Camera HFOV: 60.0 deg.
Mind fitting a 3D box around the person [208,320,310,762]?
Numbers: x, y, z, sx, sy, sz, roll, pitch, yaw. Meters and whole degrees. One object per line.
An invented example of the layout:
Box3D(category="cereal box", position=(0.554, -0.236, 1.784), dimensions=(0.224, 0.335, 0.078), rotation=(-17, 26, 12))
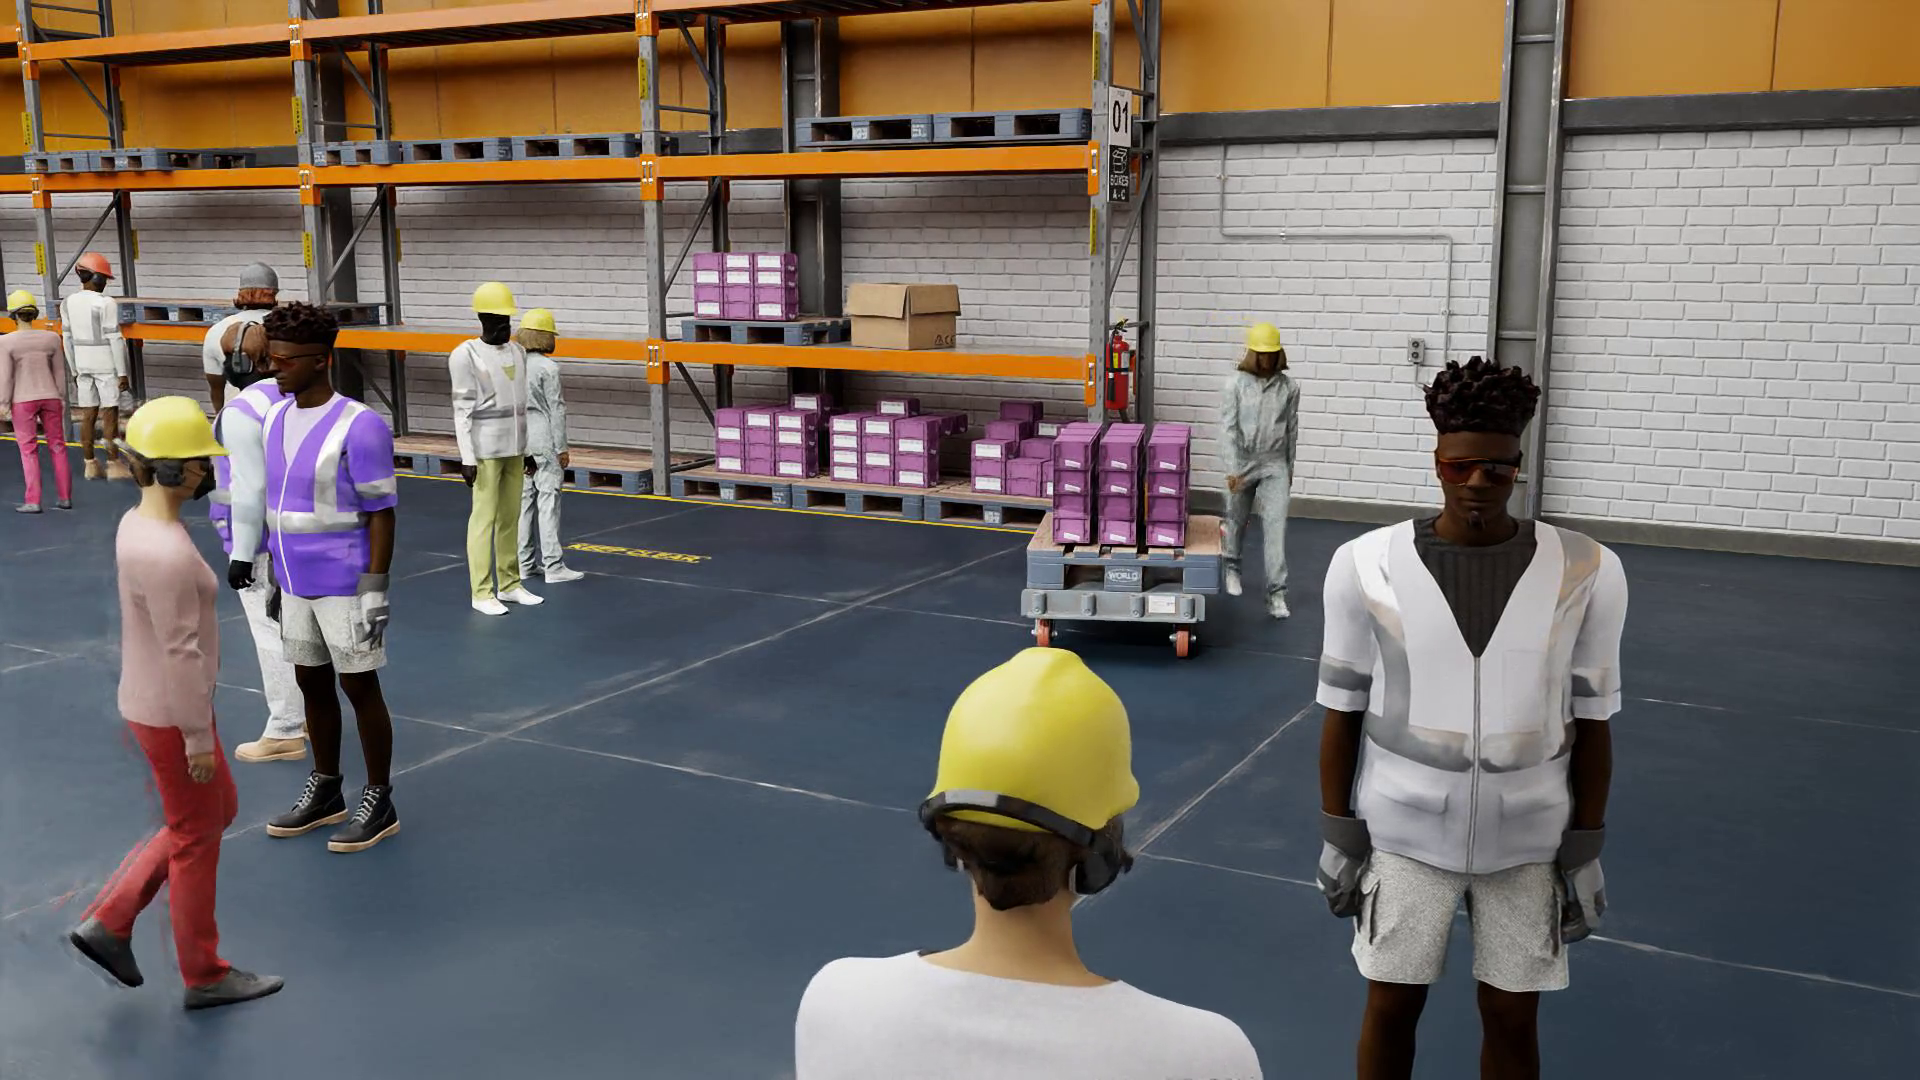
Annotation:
Box3D(category="person", position=(-2.907, 0.006, 6.988), dimensions=(0.430, 1.843, 0.626), rotation=(1, 10, 3))

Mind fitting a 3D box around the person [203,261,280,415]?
Box3D(category="person", position=(-4.404, -0.759, 10.632), dimensions=(0.683, 2.000, 0.538), rotation=(-2, 11, -11))

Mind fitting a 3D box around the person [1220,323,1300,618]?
Box3D(category="person", position=(1.749, -0.436, 9.839), dimensions=(0.487, 1.699, 0.952), rotation=(0, 10, -2))

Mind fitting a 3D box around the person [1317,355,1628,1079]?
Box3D(category="person", position=(1.035, 0.597, 3.445), dimensions=(0.598, 1.958, 0.375), rotation=(2, 11, 12))

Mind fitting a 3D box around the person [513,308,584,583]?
Box3D(category="person", position=(-2.663, -0.598, 10.589), dimensions=(0.484, 1.736, 0.307), rotation=(7, 12, 33))

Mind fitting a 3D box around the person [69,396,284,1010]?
Box3D(category="person", position=(-2.207, 0.477, 4.624), dimensions=(0.440, 1.752, 0.545), rotation=(-7, 12, -32))

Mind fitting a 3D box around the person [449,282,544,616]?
Box3D(category="person", position=(-2.690, -0.535, 9.713), dimensions=(0.371, 1.925, 0.595), rotation=(5, 11, 24))

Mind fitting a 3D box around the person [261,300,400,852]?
Box3D(category="person", position=(-2.276, 0.131, 5.956), dimensions=(0.616, 1.964, 0.361), rotation=(6, 12, 30))

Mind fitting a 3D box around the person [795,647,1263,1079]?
Box3D(category="person", position=(0.074, 0.986, 1.823), dimensions=(0.524, 1.767, 0.323), rotation=(4, 11, 22))

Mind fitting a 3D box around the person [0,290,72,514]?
Box3D(category="person", position=(-7.363, -1.092, 13.212), dimensions=(0.316, 1.769, 0.524), rotation=(7, 13, 34))

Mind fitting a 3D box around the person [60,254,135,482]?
Box3D(category="person", position=(-7.709, -1.539, 14.928), dimensions=(0.616, 2.031, 0.388), rotation=(4, 11, 19))
